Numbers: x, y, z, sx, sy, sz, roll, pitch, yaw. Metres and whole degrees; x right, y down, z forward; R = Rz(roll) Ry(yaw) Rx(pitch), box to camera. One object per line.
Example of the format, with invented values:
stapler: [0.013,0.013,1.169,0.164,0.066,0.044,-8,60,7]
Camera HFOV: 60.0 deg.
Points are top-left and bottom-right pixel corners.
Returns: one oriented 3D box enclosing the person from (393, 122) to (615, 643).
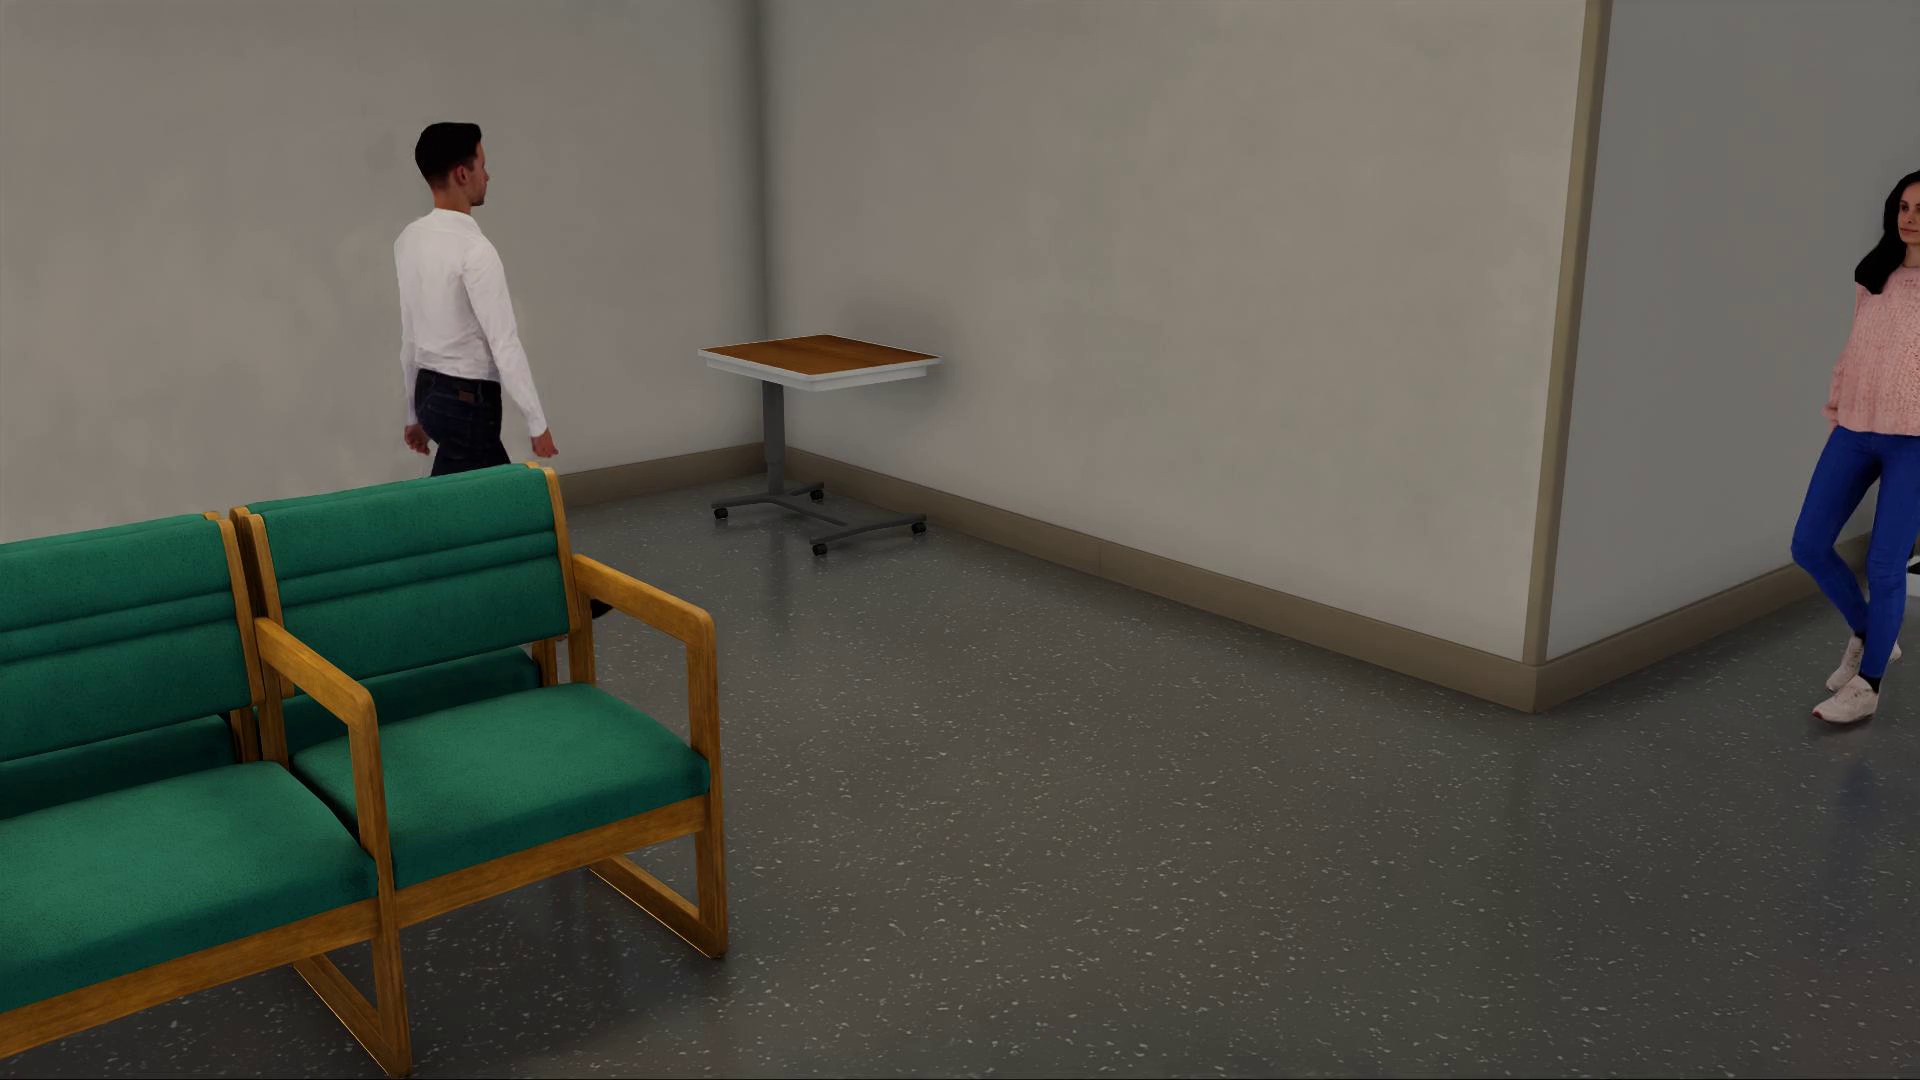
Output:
person: [-1.699,-0.381,5.416,1.185,1.820,0.778,15,22,43]

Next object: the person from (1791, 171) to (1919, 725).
person: [2.978,-0.273,5.221,0.821,1.757,0.723,-6,17,-21]
